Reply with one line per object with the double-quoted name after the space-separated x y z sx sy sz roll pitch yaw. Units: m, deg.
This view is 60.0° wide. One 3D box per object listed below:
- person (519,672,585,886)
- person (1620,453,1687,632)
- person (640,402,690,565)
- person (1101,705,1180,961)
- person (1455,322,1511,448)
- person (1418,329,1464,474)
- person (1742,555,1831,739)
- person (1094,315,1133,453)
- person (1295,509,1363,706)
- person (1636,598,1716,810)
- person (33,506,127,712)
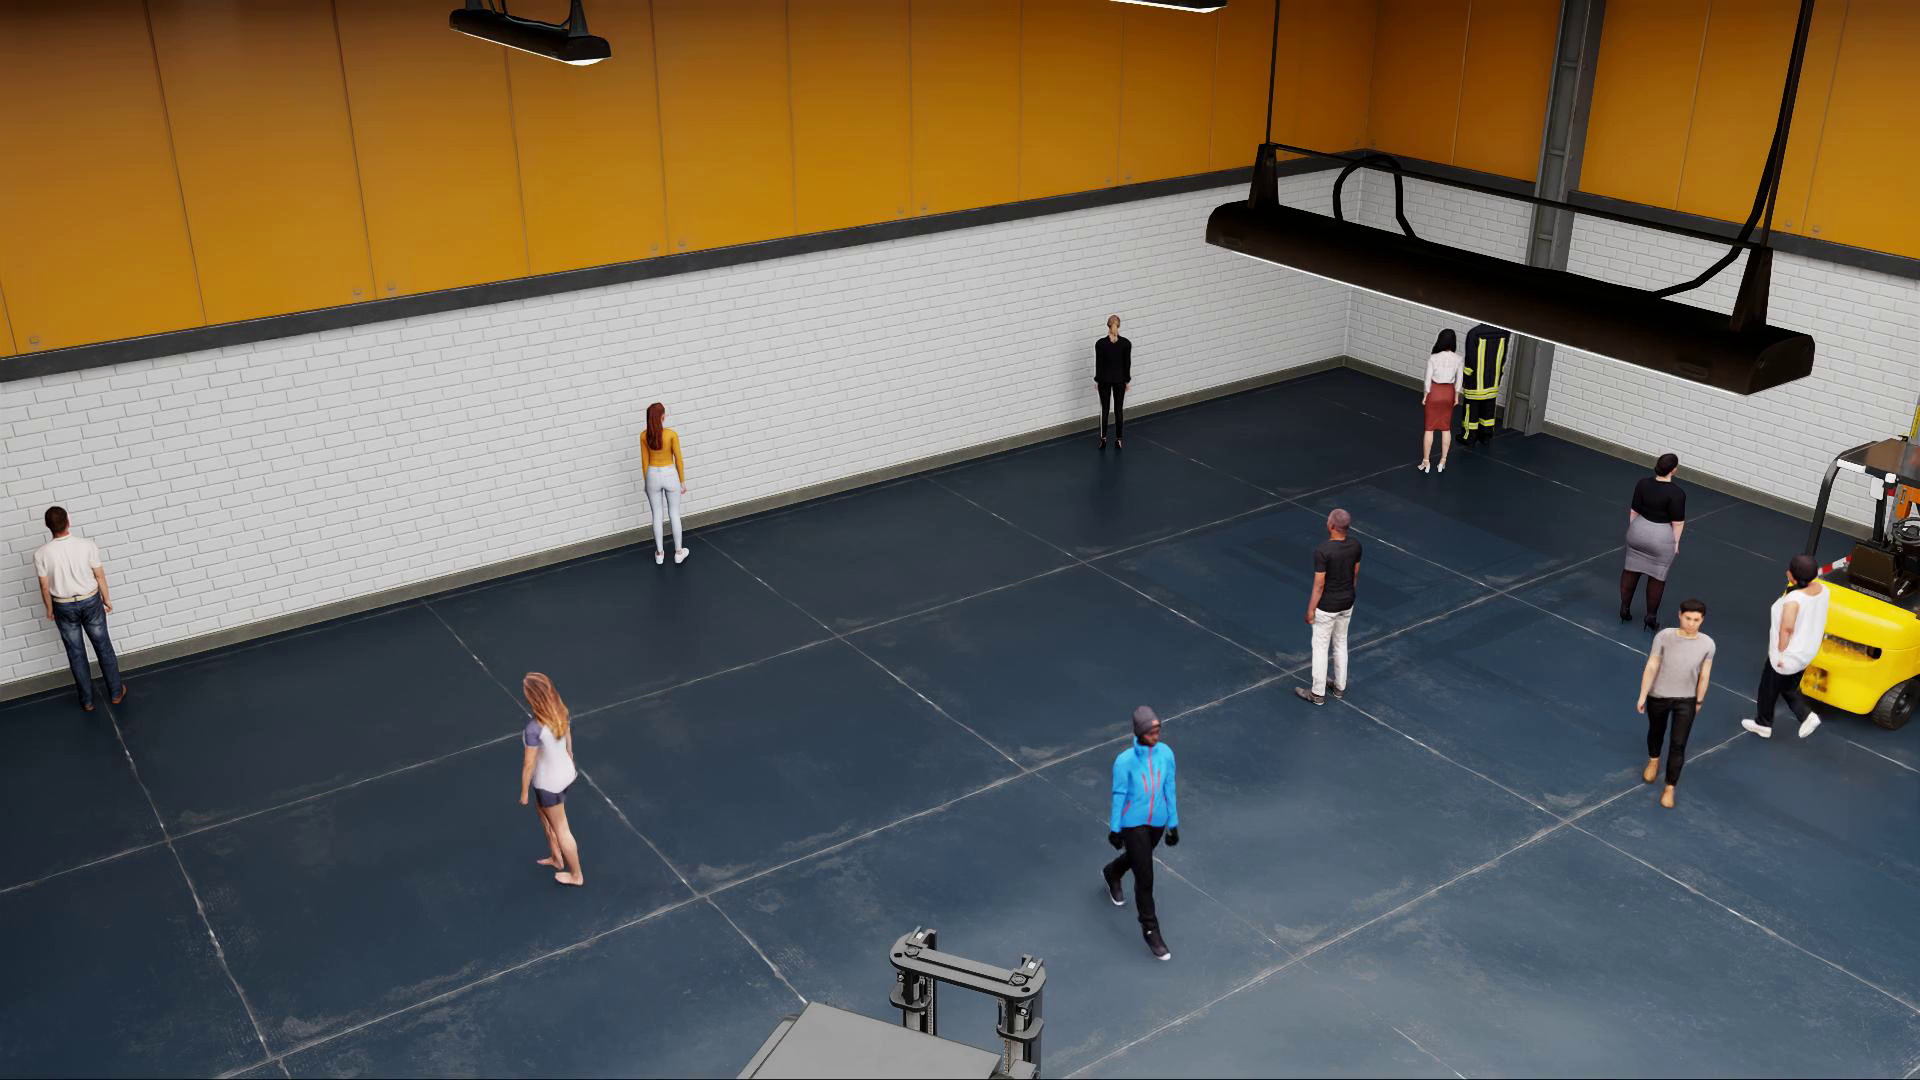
-2.839 1.737 11.899 0.839 1.716 0.785 8 25 17 "person"
6.577 0.005 15.811 0.747 1.758 0.576 -19 30 -37 "person"
-3.074 -0.596 17.196 0.688 1.750 0.717 0 24 0 "person"
1.210 1.912 11.443 0.734 1.762 1.202 -12 26 -25 "person"
6.428 -2.061 20.458 0.836 1.821 0.805 -6 24 -14 "person"
5.654 -1.641 19.585 0.671 1.751 0.687 -1 24 -1 "person"
6.950 0.924 13.818 0.700 1.670 0.835 -13 27 -26 "person"
1.853 -1.908 20.250 0.697 1.707 0.725 0 24 0 "person"
3.239 0.571 14.458 0.682 1.805 0.610 -13 27 -27 "person"
5.648 1.200 13.169 1.057 1.683 0.968 13 27 27 "person"
-7.627 0.582 14.371 0.680 1.853 0.576 -13 27 -27 "person"
